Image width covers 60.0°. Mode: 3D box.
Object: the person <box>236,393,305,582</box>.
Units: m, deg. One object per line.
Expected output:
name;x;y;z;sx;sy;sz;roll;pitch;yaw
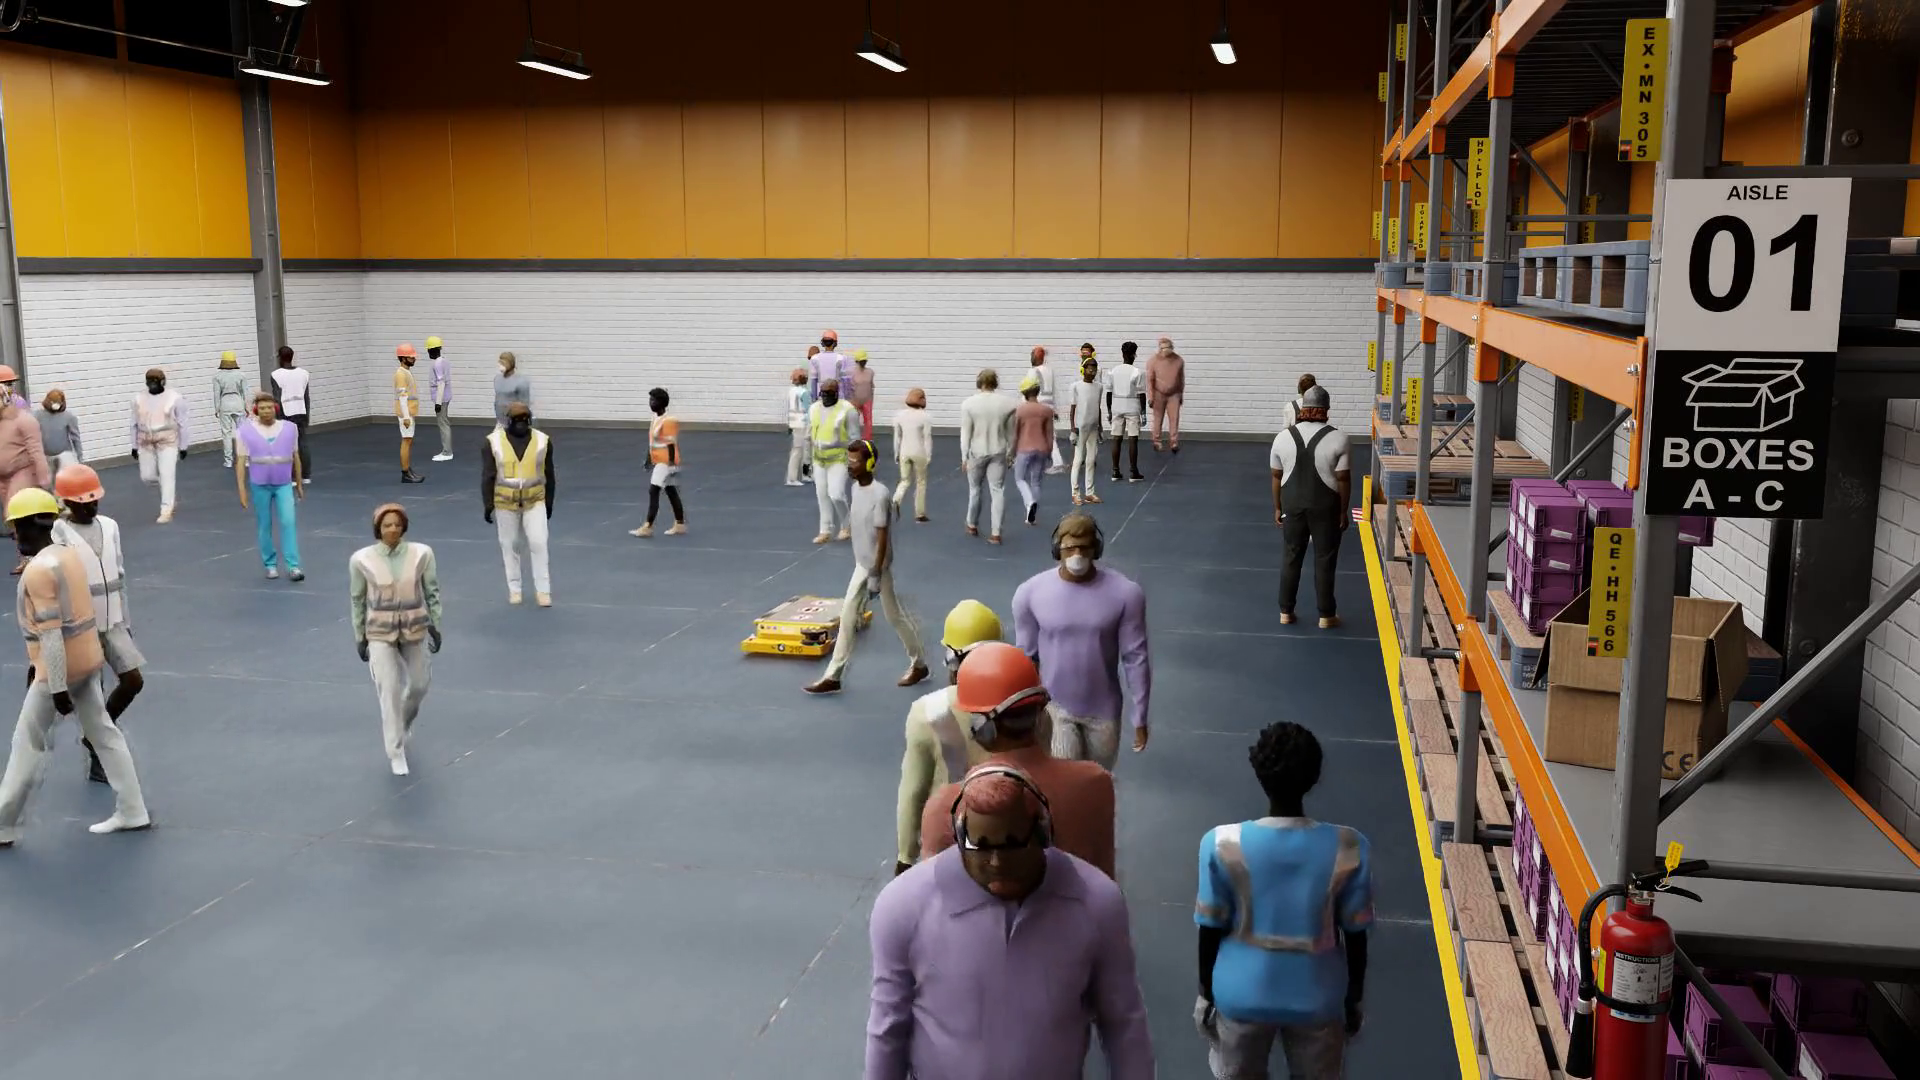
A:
person;-6.534;-0.485;15.813;0.600;1.803;0.892;-6;11;-32

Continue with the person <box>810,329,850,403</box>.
person;-1.985;-2.208;25.514;0.608;2.044;0.372;1;10;8

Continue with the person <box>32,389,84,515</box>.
person;-10.697;-1.018;19.751;0.547;1.577;0.765;-2;10;-11

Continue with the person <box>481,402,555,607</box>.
person;-3.889;-0.297;14.698;0.649;1.818;0.746;-3;10;-19

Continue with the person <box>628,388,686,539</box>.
person;-3.397;-0.842;18.418;0.783;1.671;0.538;-4;10;-22

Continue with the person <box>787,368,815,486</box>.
person;-2.096;-1.539;22.776;0.699;1.614;0.521;-4;10;-25

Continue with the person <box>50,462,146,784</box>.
person;-5.022;0.492;9.638;0.406;1.911;0.554;4;10;21

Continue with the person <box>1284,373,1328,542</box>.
person;3.782;-0.896;18.196;0.504;1.847;0.344;6;11;30

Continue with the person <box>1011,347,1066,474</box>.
person;1.136;-1.882;24.212;1.008;1.826;0.696;7;12;35

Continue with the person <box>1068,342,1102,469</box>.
person;1.878;-1.996;24.736;0.520;1.877;0.328;8;12;41

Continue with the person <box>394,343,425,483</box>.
person;-7.665;-1.762;23.137;0.356;1.937;0.552;-2;10;-12

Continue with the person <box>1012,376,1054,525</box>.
person;0.845;-1.014;19.221;0.559;1.731;0.574;-3;10;-18

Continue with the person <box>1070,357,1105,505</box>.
person;1.613;-1.377;21.046;0.507;1.865;0.329;-6;11;-31

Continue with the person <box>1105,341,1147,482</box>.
person;2.336;-1.798;23.267;0.613;1.963;0.362;6;11;30

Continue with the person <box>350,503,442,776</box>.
person;-3.419;0.562;10.077;0.514;1.627;0.618;-5;11;-28

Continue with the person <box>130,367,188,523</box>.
person;-9.448;-1.130;19.657;0.640;1.830;0.608;-1;9;-4

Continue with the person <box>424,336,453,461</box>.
person;-8.055;-2.182;25.707;0.375;1.922;0.594;-2;10;-12

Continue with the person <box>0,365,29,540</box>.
person;-10.459;-0.963;18.333;0.551;1.933;0.376;7;12;38

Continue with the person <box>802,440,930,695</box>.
person;-0.618;0.188;11.781;0.993;1.817;0.538;-6;11;-33

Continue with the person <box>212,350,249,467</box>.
person;-10.939;-1.970;24.980;0.493;1.742;0.322;-5;11;-28

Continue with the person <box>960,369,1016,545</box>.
person;0.295;-0.930;18.278;0.651;1.883;1.014;-2;10;-11

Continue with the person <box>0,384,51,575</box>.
person;-9.184;-0.583;16.169;0.696;1.886;0.511;4;10;24

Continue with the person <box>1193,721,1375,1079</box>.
person;0.962;1.382;4.953;0.539;1.683;0.536;0;9;2

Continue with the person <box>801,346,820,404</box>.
person;-2.506;-2.537;28.749;0.501;1.632;0.276;2;10;12

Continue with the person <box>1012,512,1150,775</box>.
person;0.569;0.789;7.899;0.645;1.903;0.975;0;9;1

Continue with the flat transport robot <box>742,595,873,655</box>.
flat transport robot;-1.212;0.673;13.479;0.652;0.197;1.431;2;10;13

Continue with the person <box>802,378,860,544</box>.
person;-1.389;-0.848;17.989;0.666;1.819;0.435;6;11;30

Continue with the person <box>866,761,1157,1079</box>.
person;0.140;1.444;4.009;0.686;1.867;0.752;-2;10;-13

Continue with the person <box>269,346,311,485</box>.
person;-9.185;-1.707;22.867;0.373;1.916;0.596;5;11;30

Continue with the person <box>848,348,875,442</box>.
person;-1.604;-2.183;26.306;0.529;1.736;0.688;-5;11;-28

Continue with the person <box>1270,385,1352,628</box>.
person;2.973;-0.293;13.978;0.682;2.000;0.535;6;11;31

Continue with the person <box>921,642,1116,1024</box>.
person;0.174;1.269;4.778;0.632;1.969;0.489;-4;10;-23

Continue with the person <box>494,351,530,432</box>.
person;-5.741;-1.470;21.395;0.639;1.928;0.498;7;12;37

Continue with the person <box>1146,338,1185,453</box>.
person;3.313;-2.304;26.676;0.675;1.854;1.014;-1;9;-6

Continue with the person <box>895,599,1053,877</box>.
person;0.088;1.122;6.215;0.589;1.787;0.923;-5;11;-28

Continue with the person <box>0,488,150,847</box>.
person;-4.800;0.668;8.712;0.966;1.864;0.595;-1;9;-7

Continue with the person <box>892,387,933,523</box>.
person;-0.583;-0.974;19.372;0.520;1.611;0.586;5;11;26
